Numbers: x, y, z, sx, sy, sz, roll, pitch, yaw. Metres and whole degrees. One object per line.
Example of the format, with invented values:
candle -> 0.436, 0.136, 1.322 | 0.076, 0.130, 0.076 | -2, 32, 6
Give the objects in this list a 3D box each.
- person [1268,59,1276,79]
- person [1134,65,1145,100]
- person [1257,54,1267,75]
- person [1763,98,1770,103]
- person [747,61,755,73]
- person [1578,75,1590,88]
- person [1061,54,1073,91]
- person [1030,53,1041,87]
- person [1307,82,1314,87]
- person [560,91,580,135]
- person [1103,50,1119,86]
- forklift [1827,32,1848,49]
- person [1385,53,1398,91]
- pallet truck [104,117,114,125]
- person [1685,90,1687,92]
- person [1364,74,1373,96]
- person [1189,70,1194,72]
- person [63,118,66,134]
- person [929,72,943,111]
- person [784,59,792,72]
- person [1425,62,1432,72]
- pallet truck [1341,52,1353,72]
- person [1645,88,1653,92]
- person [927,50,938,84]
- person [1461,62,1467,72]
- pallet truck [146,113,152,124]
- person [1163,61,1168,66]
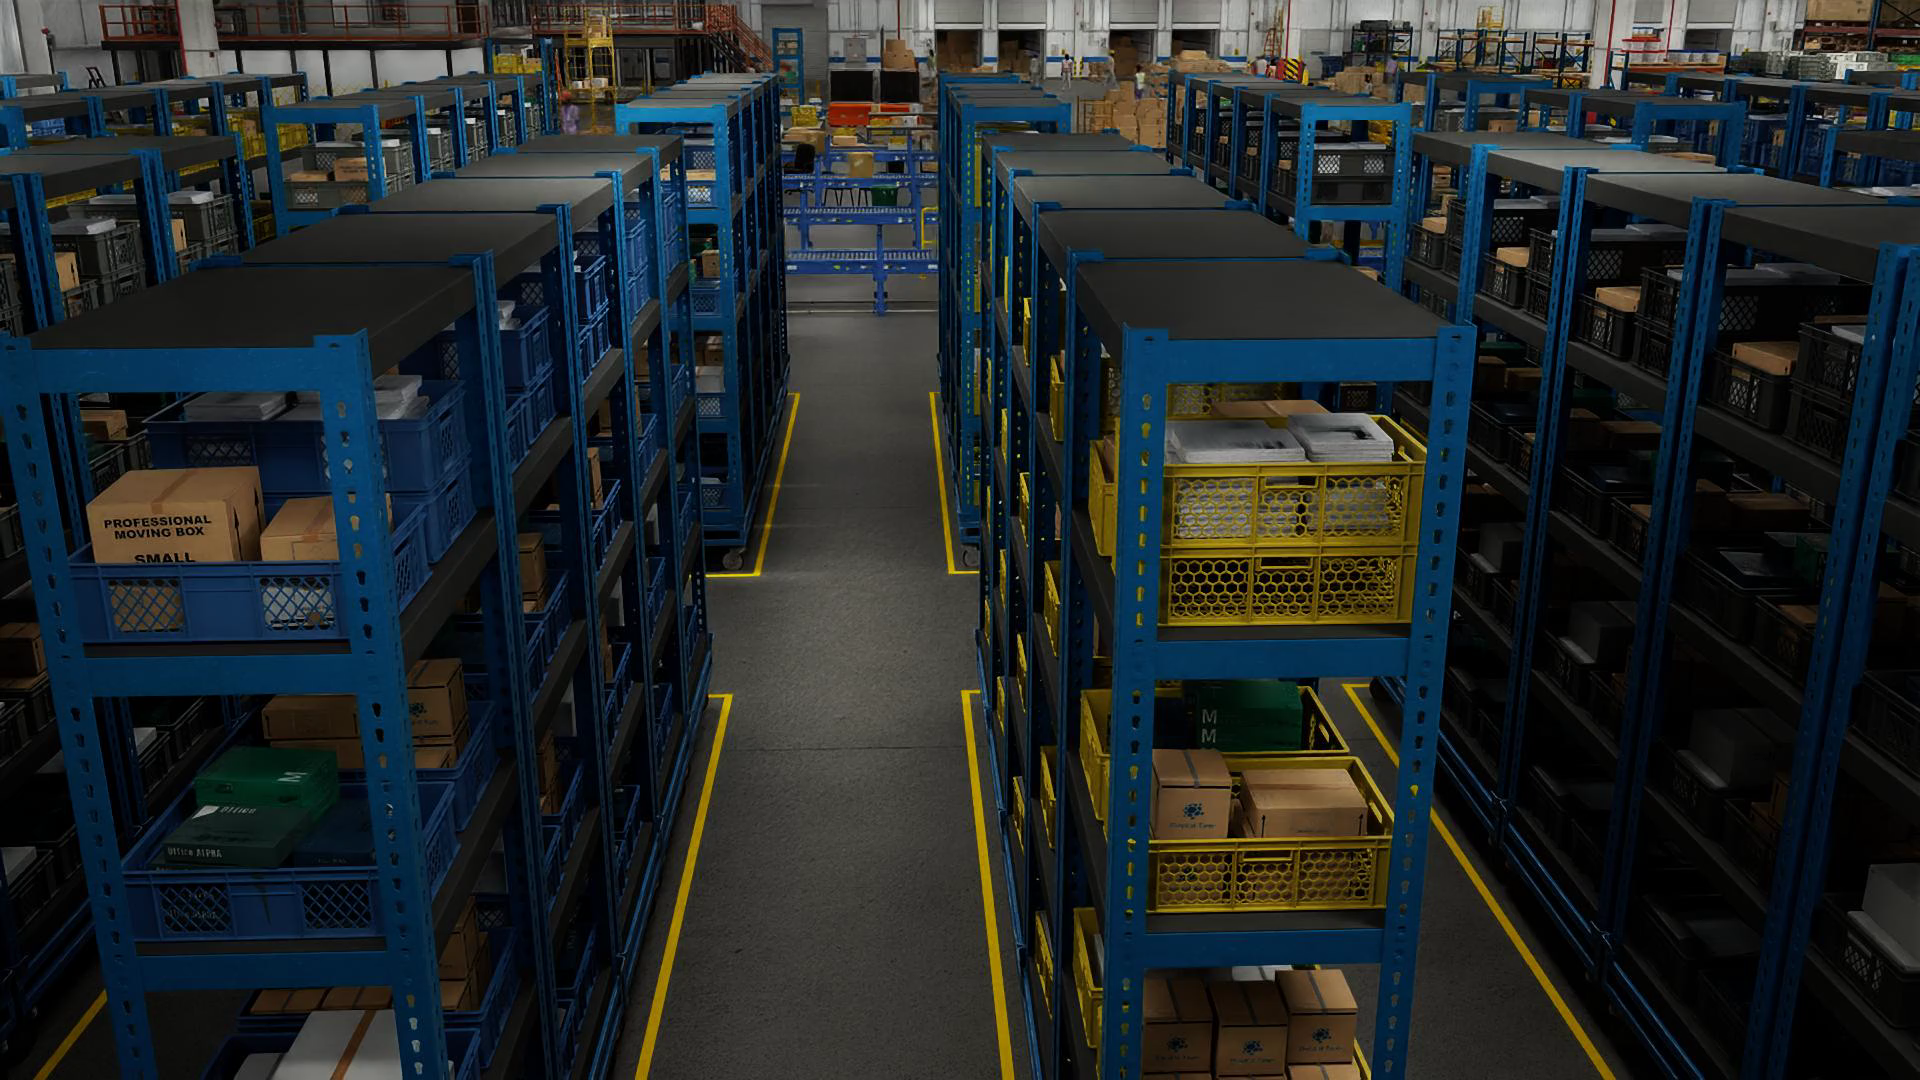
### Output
person -> 15.089, -22.404, 80.504 | 0.534, 1.692, 0.321 | -17, 24, -41
person -> 7.226, -18.254, 67.309 | 0.613, 1.907, 0.477 | -17, 24, -41
person -> 14.809, -22.853, 81.522 | 0.435, 1.920, 0.635 | -16, 24, -41
person -> 22.466, -11.438, 46.479 | 0.552, 1.729, 0.826 | 0, 18, 0
person -> -9.313, -20.255, 73.570 | 0.573, 1.872, 0.418 | 0, 18, -1
person -> 20.726, -14.470, 55.387 | 0.995, 2.000, 0.695 | -15, 23, -38
person -> 5.372, -23.561, 83.847 | 0.622, 1.839, 0.429 | 6, 19, 17
person -> 3.715, -23.543, 83.711 | 0.775, 1.902, 0.402 | -13, 22, -35
person -> 11.948, -14.835, 57.077 | 0.320, 1.694, 0.534 | 7, 19, 20
person -> -10.515, -11.050, 44.820 | 0.659, 2.029, 0.611 | 9, 20, 25
person -> 8.087, -25.275, 89.088 | 0.979, 1.882, 0.603 | 7, 19, 20
forklift -> 46.023, -25.321, 87.619 | 1.129, 2.768, 1.873 | -1, 18, -2
person -> 21.857, -23.680, 84.148 | 0.596, 1.870, 0.772 | -15, 23, -38
pallet truck -> -18.367, -7.885, 35.078 | 1.885, 1.965, 0.823 | 1, 18, 2
person -> 22.319, -13.193, 51.544 | 0.620, 1.972, 0.574 | -3, 18, -11
person -> 14.560, -15.696, 59.452 | 0.329, 1.871, 0.513 | 0, 18, 0
person -> 8.471, -16.676, 62.485 | 1.006, 1.882, 0.556 | 14, 22, 36
person -> -22.993, -10.171, 42.303 | 0.651, 1.904, 0.402 | -9, 20, -25
person -> -0.947, -16.773, 62.792 | 0.865, 1.886, 0.557 | -4, 18, -13
person -> -9.532, -26.530, 92.865 | 1.039, 1.932, 0.641 | -6, 19, -18
person -> 20.173, -19.689, 71.860 | 0.389, 1.845, 0.520 | 6, 19, 19
pallet truck -> 18.794, -23.123, 82.231 | 0.823, 1.965, 1.885 | -13, 22, -35
person -> 21.417, -13.207, 51.921 | 0.329, 1.765, 0.525 | -8, 20, -24
person -> -1.444, -26.024, 91.539 | 0.720, 1.806, 0.515 | -6, 19, -18
person -> 21.845, -19.804, 72.226 | 0.952, 1.828, 0.557 | -3, 18, -9
pallet truck -> -18.087, -8.309, 36.390 | 1.885, 1.965, 0.823 | -1, 18, -4
person -> 9.530, -21.186, 76.673 | 0.698, 1.724, 0.487 | 15, 23, 38
